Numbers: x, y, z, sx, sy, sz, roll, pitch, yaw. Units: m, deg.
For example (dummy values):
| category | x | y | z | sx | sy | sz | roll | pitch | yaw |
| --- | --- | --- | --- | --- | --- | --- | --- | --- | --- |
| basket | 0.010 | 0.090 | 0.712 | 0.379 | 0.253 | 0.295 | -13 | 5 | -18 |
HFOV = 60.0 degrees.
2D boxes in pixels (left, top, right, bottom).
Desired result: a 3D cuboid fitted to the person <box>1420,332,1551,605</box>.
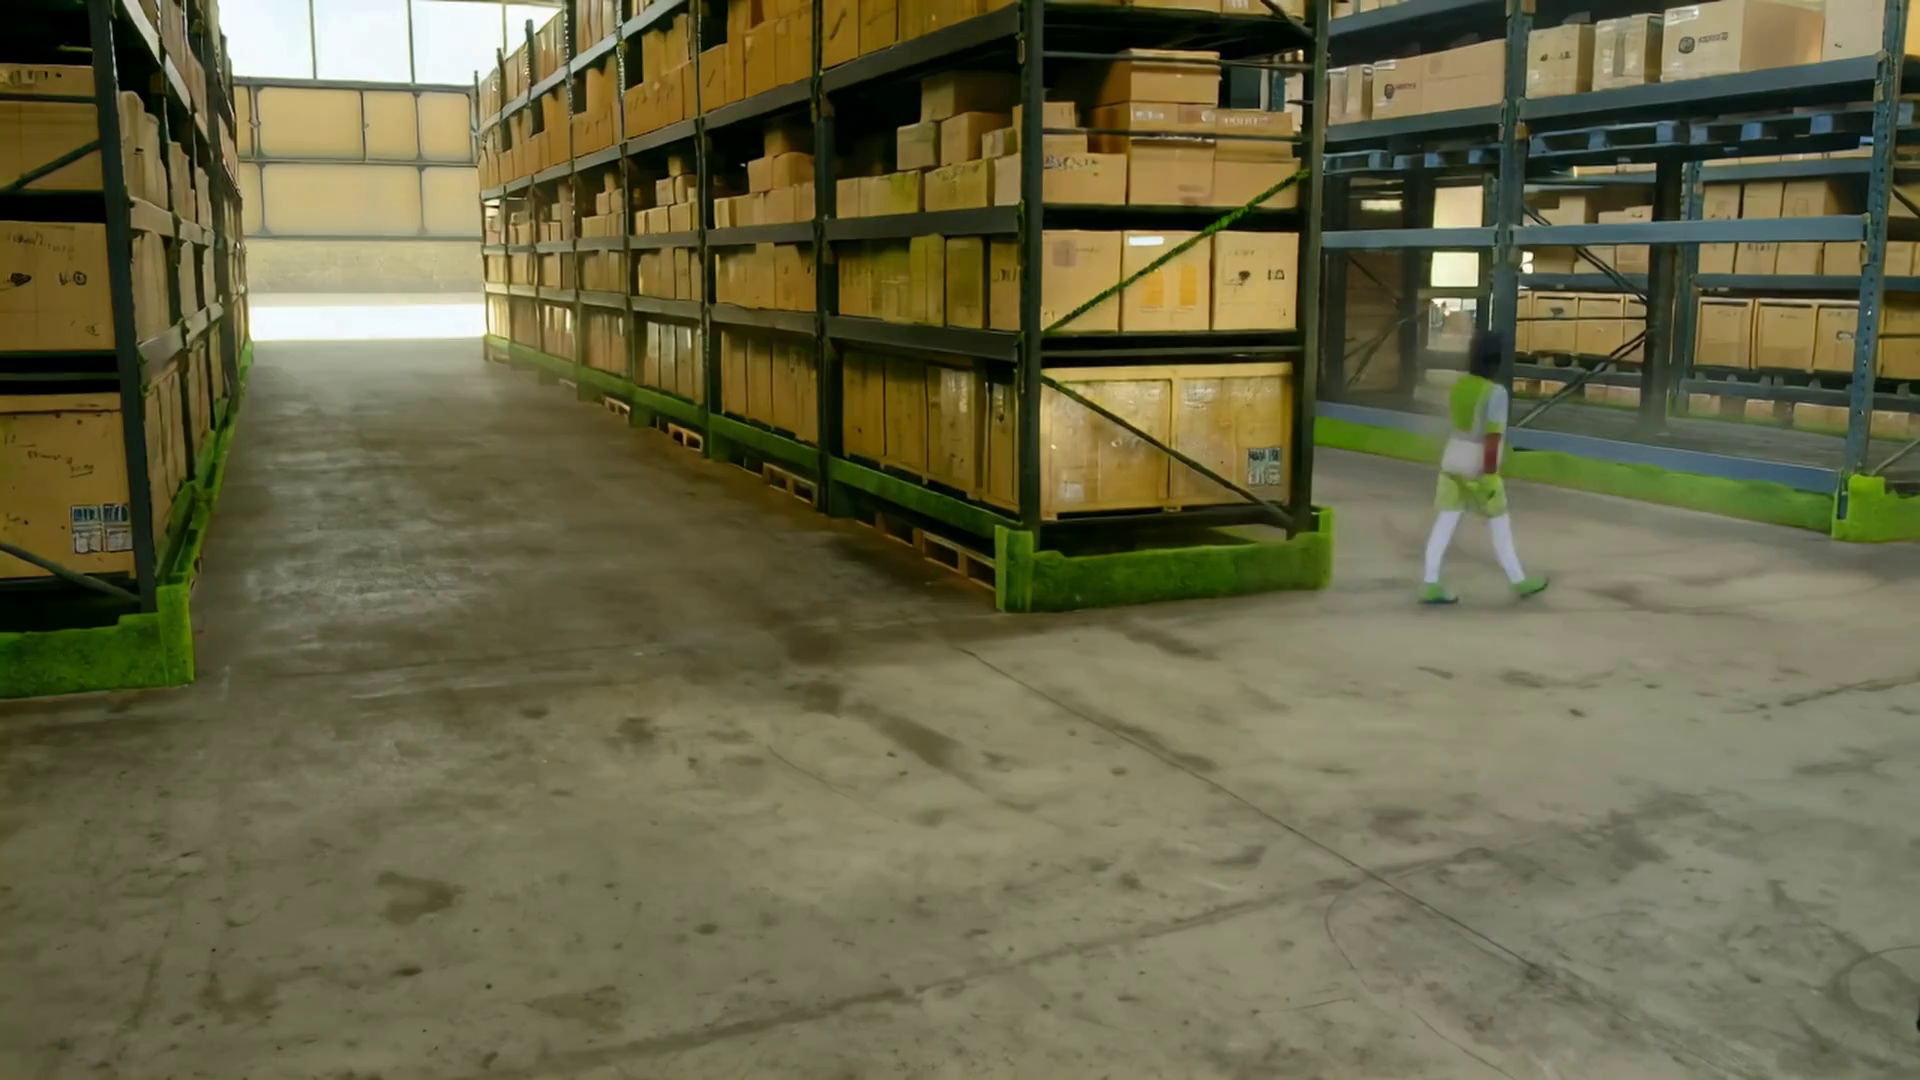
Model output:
| category | x | y | z | sx | sy | sz | roll | pitch | yaw |
| --- | --- | --- | --- | --- | --- | --- | --- | --- | --- |
| person | 3.175 | -0.425 | 10.051 | 0.855 | 1.646 | 0.556 | -3 | 10 | -19 |

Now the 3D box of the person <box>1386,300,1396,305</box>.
| category | x | y | z | sx | sy | sz | roll | pitch | yaw |
| --- | --- | --- | --- | --- | --- | --- | --- | --- | --- |
| person | 8.608 | -4.418 | 33.159 | 0.561 | 1.927 | 0.446 | -4 | 10 | -21 |
